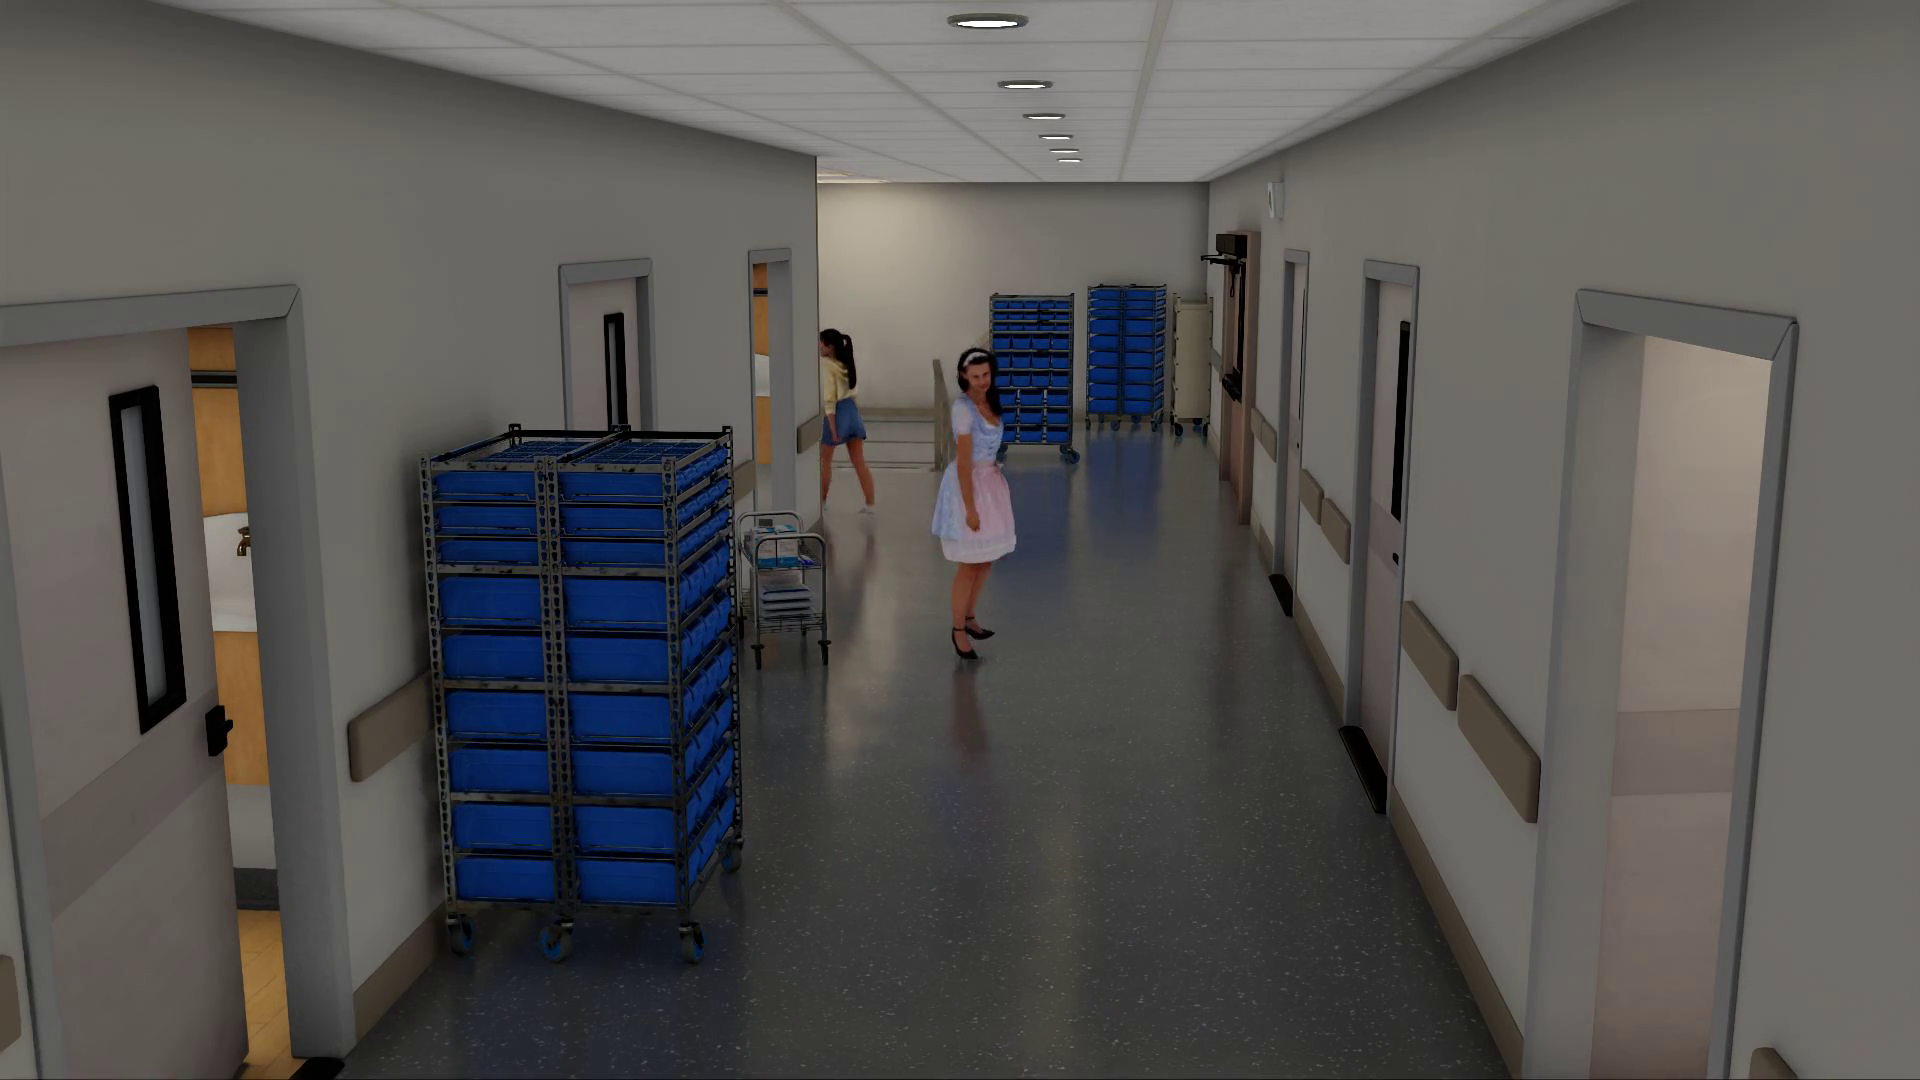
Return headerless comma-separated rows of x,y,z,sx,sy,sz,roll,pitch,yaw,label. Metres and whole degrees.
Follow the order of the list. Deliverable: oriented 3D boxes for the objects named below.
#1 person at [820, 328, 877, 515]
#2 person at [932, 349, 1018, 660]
-0.946,-0.943,13.986,1.140,1.576,1.162,10,15,42,person
0.053,-0.186,9.457,0.937,1.776,0.808,3,11,14,person
